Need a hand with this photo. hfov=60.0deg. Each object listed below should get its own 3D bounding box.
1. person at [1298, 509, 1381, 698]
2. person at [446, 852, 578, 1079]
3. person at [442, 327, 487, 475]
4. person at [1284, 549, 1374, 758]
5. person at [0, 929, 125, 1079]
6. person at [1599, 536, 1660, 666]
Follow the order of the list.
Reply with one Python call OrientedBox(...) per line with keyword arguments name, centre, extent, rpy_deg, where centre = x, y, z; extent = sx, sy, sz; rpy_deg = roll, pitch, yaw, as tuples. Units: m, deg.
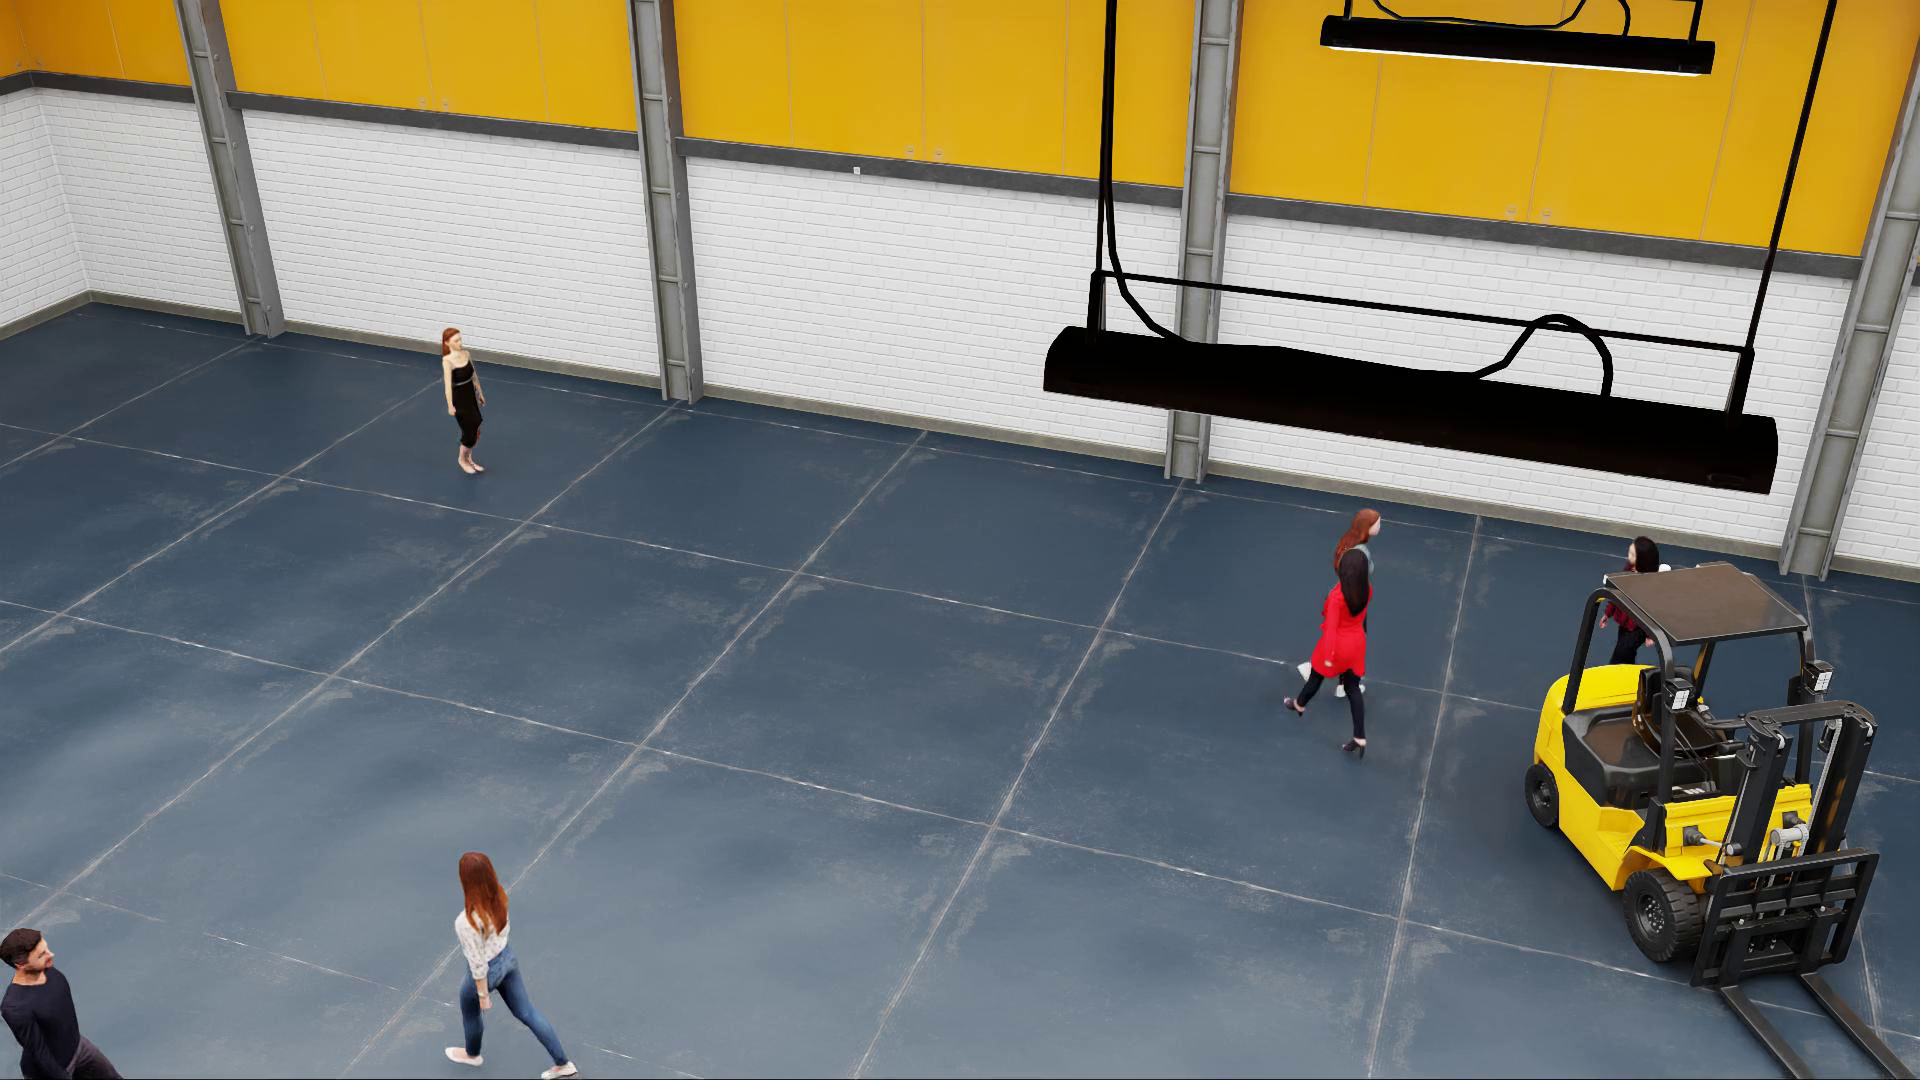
OrientedBox(name="person", centre=(3.108, 0.546, 13.604), extent=(0.958, 1.726, 0.828), rpy_deg=(-3, 29, -5))
OrientedBox(name="person", centre=(-2.706, 2.584, 9.903), extent=(1.119, 1.691, 0.583), rpy_deg=(10, 30, 18))
OrientedBox(name="person", centre=(-5.270, -1.473, 17.419), extent=(0.593, 1.617, 0.550), rpy_deg=(11, 30, 19))
OrientedBox(name="person", centre=(3.051, 0.916, 12.966), extent=(1.024, 1.685, 1.174), rpy_deg=(-19, 34, -31))
OrientedBox(name="person", centre=(-5.078, 2.897, 9.168), extent=(1.010, 1.847, 0.836), rpy_deg=(-1, 29, -2))
OrientedBox(name="person", centre=(5.534, 0.684, 13.446), extent=(0.746, 1.634, 0.702), rpy_deg=(-3, 29, -5))
